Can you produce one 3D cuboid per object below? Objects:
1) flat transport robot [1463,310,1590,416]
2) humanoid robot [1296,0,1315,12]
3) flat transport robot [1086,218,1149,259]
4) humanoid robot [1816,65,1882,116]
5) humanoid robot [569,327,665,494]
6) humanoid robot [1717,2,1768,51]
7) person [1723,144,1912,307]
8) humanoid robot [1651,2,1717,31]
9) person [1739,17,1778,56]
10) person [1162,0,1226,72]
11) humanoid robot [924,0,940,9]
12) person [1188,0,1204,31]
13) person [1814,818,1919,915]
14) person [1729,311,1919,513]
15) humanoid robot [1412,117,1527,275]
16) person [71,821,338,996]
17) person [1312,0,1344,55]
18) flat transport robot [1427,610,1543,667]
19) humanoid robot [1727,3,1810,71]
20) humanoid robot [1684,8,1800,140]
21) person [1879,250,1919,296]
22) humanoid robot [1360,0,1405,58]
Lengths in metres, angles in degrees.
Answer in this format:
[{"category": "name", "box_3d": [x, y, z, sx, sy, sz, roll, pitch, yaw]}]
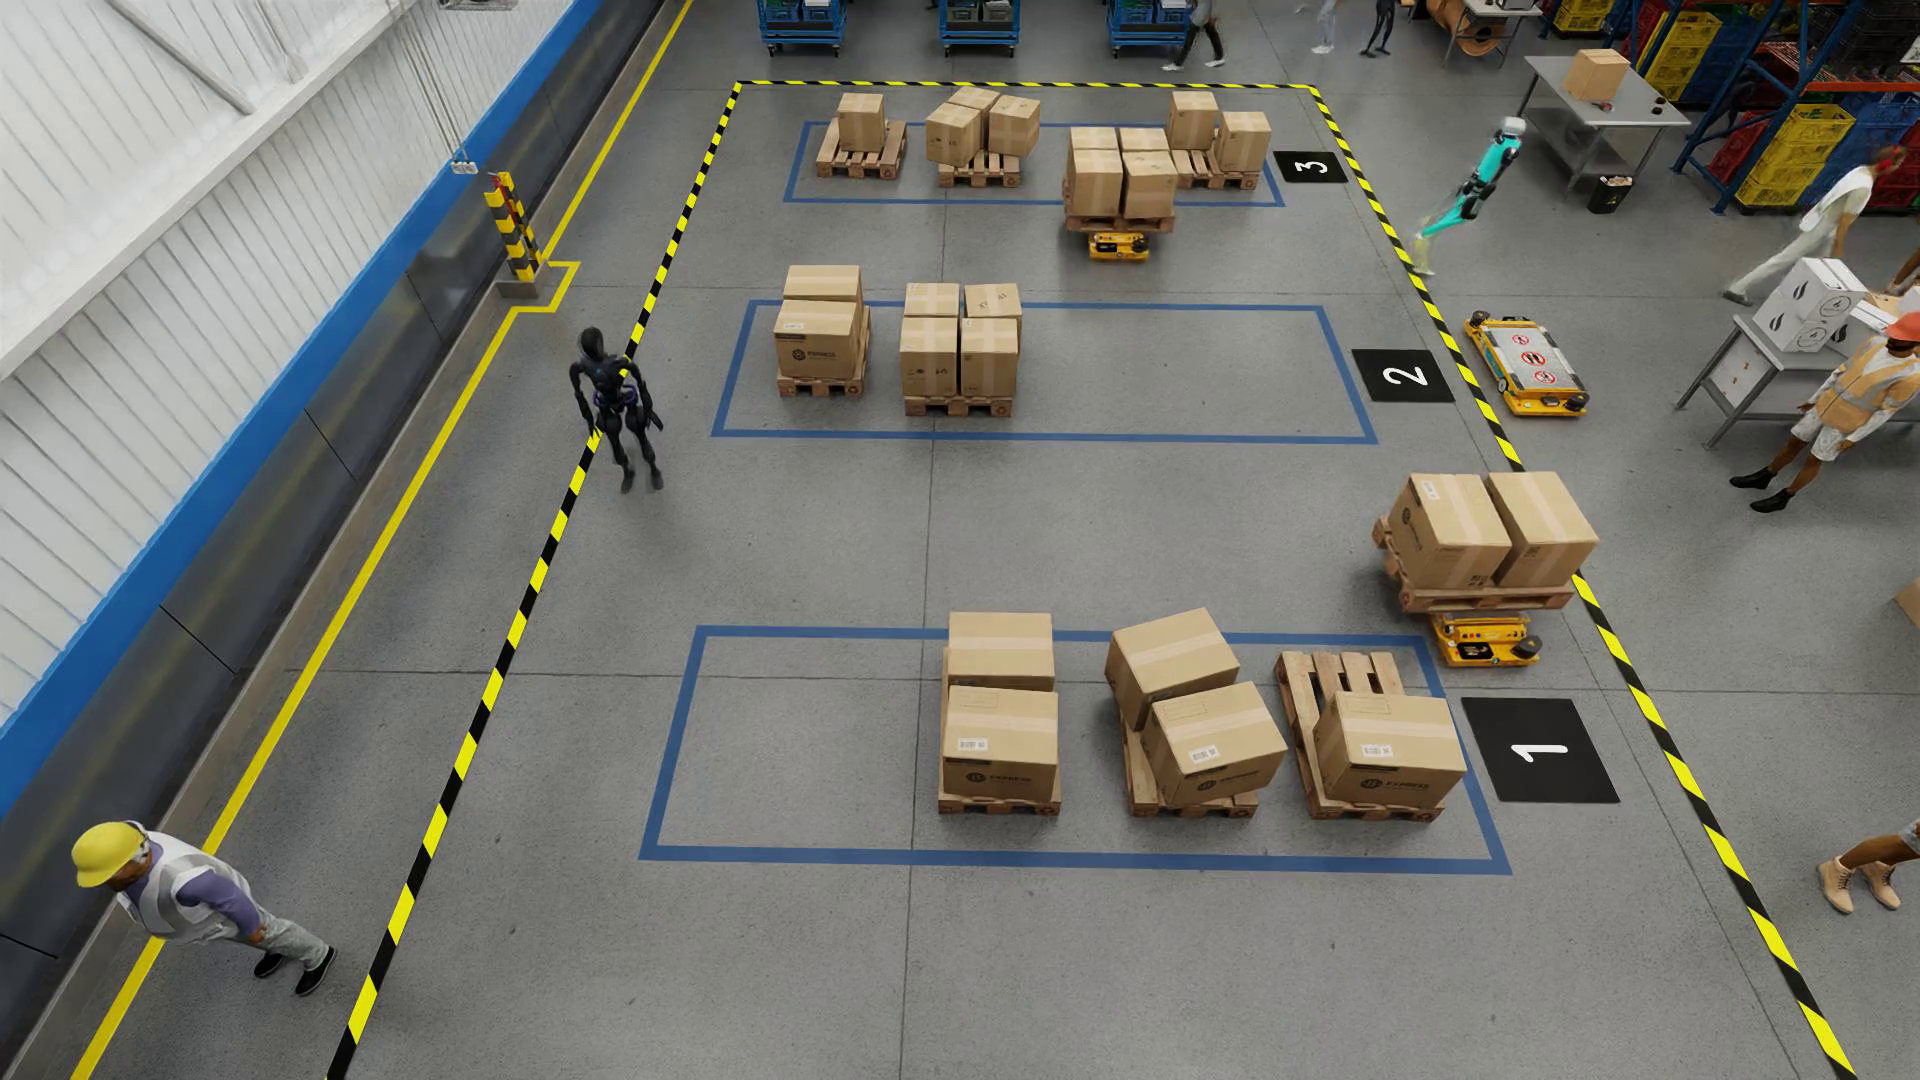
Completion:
[{"category": "flat transport robot", "box_3d": [5.573, -1.757, 9.054, 0.659, 0.231, 1.431, 1, 49, 1]}, {"category": "humanoid robot", "box_3d": [6.065, -9.465, 14.794, 1.009, 1.782, 0.530, -8, 50, -7]}, {"category": "flat transport robot", "box_3d": [1.818, -3.789, 10.794, 0.652, 0.197, 1.431, 1, 49, 1]}, {"category": "humanoid robot", "box_3d": [11.276, -5.701, 11.547, 0.383, 1.650, 0.591, 0, 49, 0]}, {"category": "humanoid robot", "box_3d": [-2.773, -1.040, 7.492, 0.599, 1.657, 0.315, -8, 50, -7]}, {"category": "humanoid robot", "box_3d": [11.726, -7.976, 13.514, 0.689, 1.636, 0.603, 5, 49, 4]}, {"category": "person", "box_3d": [8.696, -3.058, 9.172, 0.984, 1.788, 0.588, 33, 57, 25]}, {"category": "humanoid robot", "box_3d": [10.324, -7.583, 13.162, 1.040, 1.748, 0.530, 3, 49, 2]}, {"category": "person", "box_3d": [12.109, -8.101, 13.487, 0.534, 1.869, 0.314, -2, 49, -1]}, {"category": "person", "box_3d": [3.563, -7.715, 13.201, 0.978, 1.805, 0.588, 2, 49, 1]}, {"category": "humanoid robot", "box_3d": [-0.516, -9.565, 14.888, 0.392, 1.641, 0.610, 5, 49, 4]}, {"category": "person", "box_3d": [3.786, -8.918, 14.235, 0.538, 1.838, 0.458, -9, 50, -8]}, {"category": "person", "box_3d": [5.656, 1.550, 5.022, 0.613, 2.038, 0.384, -2, 49, -2]}, {"category": "person", "box_3d": [6.967, -0.996, 7.294, 0.369, 1.933, 0.551, -2, 49, -1]}, {"category": "humanoid robot", "box_3d": [5.176, -3.524, 9.661, 0.766, 1.845, 0.539, 8, 50, 7]}, {"category": "person", "box_3d": [-3.944, 1.943, 4.814, 0.599, 1.833, 0.404, 16, 51, 13]}, {"category": "person", "box_3d": [5.551, -8.152, 13.627, 0.441, 1.713, 0.525, 4, 49, 3]}, {"category": "flat transport robot", "box_3d": [3.942, 0.339, 7.222, 0.652, 0.197, 1.431, -2, 49, -1]}, {"category": "humanoid robot", "box_3d": [11.642, -7.543, 13.096, 0.771, 1.792, 0.531, -6, 49, -5]}, {"category": "humanoid robot", "box_3d": [10.148, -5.925, 11.755, 0.765, 1.619, 0.609, 8, 50, 7]}, {"category": "person", "box_3d": [10.149, -3.238, 9.204, 0.743, 1.995, 0.409, 4, 49, 4]}, {"category": "humanoid robot", "box_3d": [6.407, -8.020, 13.536, 0.437, 1.648, 0.601, 33, 57, 25]}]
